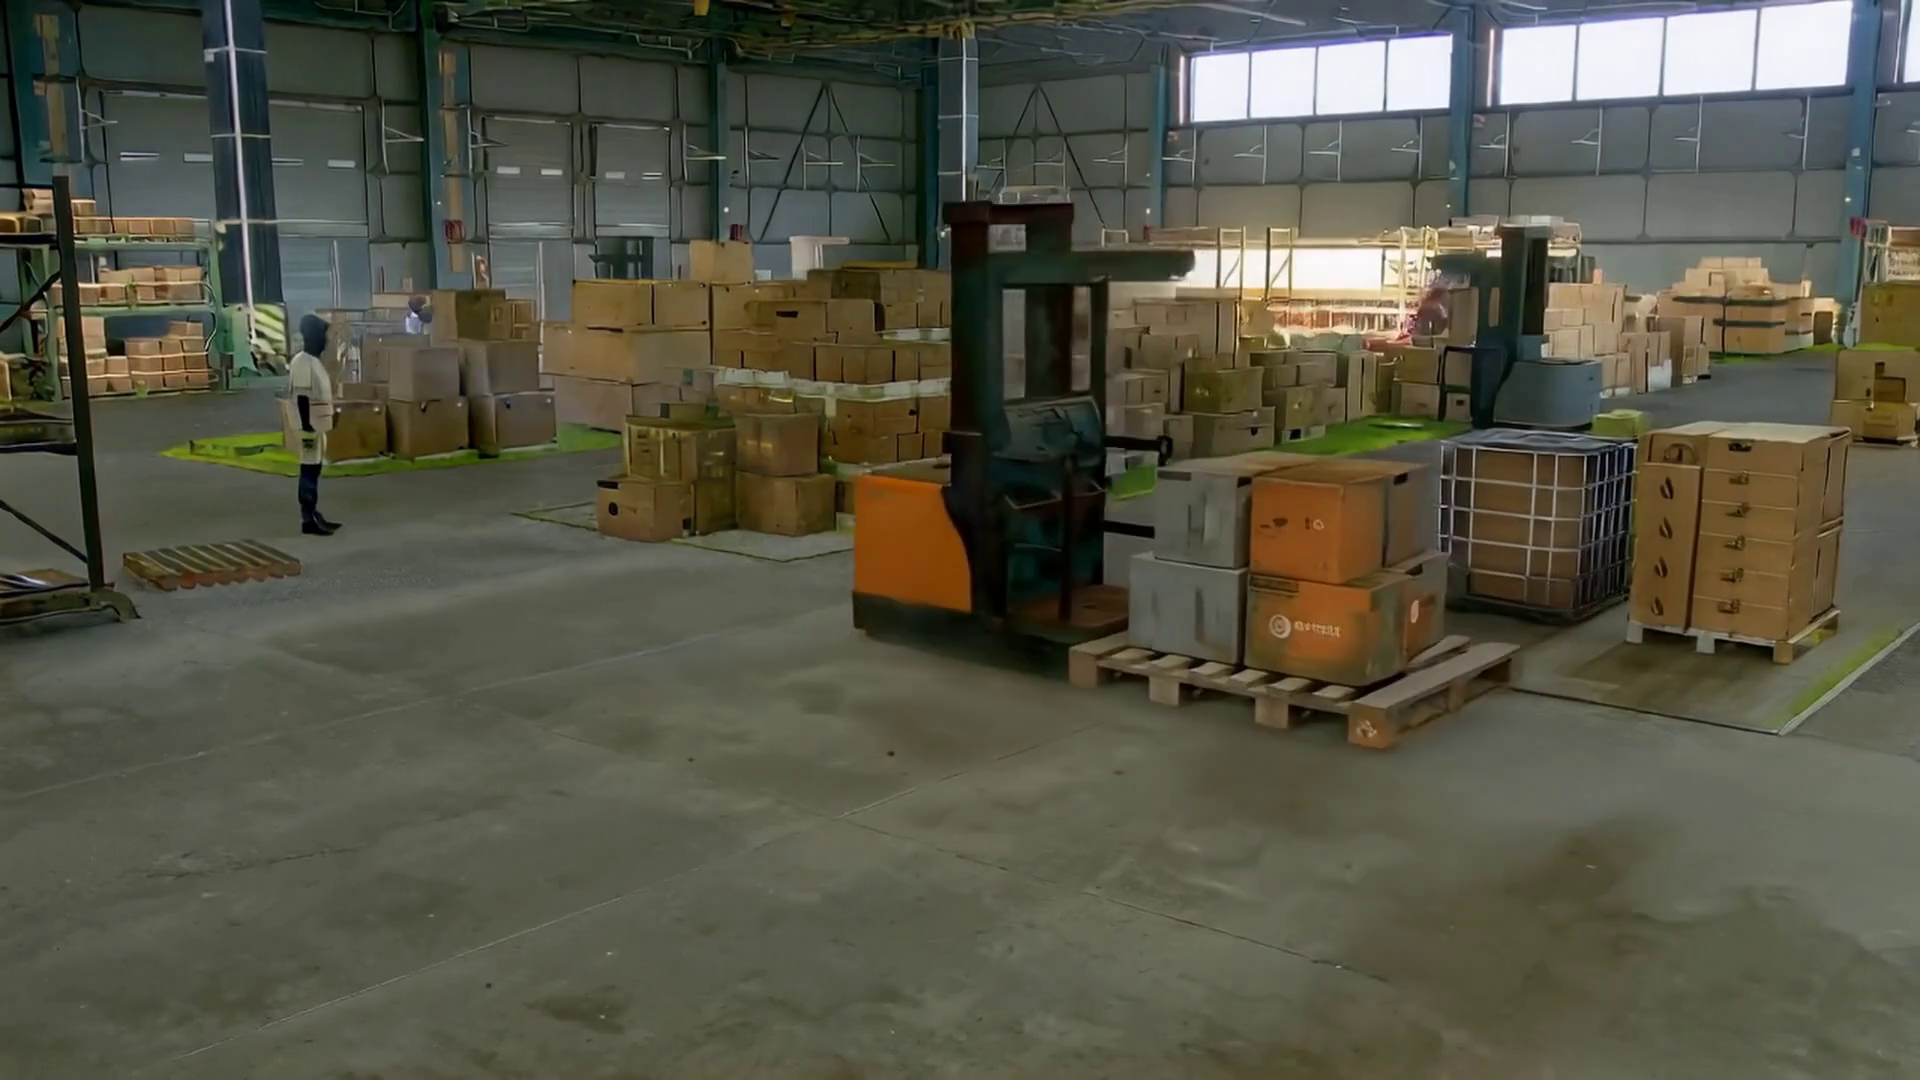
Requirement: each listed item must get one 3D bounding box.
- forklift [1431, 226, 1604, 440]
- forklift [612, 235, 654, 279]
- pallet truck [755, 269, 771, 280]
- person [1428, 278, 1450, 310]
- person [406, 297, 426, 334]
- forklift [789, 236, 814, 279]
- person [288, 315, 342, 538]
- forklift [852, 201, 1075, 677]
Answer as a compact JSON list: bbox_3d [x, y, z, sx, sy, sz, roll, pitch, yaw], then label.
[{"bbox_3d":[7.339,-2.688,21.696,1.873,2.768,1.129,8,13,40],"label":"forklift"},{"bbox_3d":[-7.300,-5.450,37.421,1.873,2.768,1.129,8,13,40],"label":"forklift"},{"bbox_3d":[-4.996,-6.432,45.525,1.885,1.965,0.823,-6,12,-32],"label":"pallet truck"},{"bbox_3d":[10.628,-4.836,36.764,0.648,1.888,1.011,9,13,41],"label":"person"},{"bbox_3d":[-8.633,-2.988,26.550,1.022,1.786,0.505,-5,11,-24],"label":"person"},{"bbox_3d":[-3.776,-5.883,39.886,1.873,2.768,1.129,2,10,12],"label":"forklift"},{"bbox_3d":[-5.727,-1.008,14.751,0.397,1.958,0.607,-2,10,-10],"label":"person"},{"bbox_3d":[0.301,-0.723,10.509,1.873,2.768,1.129,8,13,40],"label":"forklift"}]
